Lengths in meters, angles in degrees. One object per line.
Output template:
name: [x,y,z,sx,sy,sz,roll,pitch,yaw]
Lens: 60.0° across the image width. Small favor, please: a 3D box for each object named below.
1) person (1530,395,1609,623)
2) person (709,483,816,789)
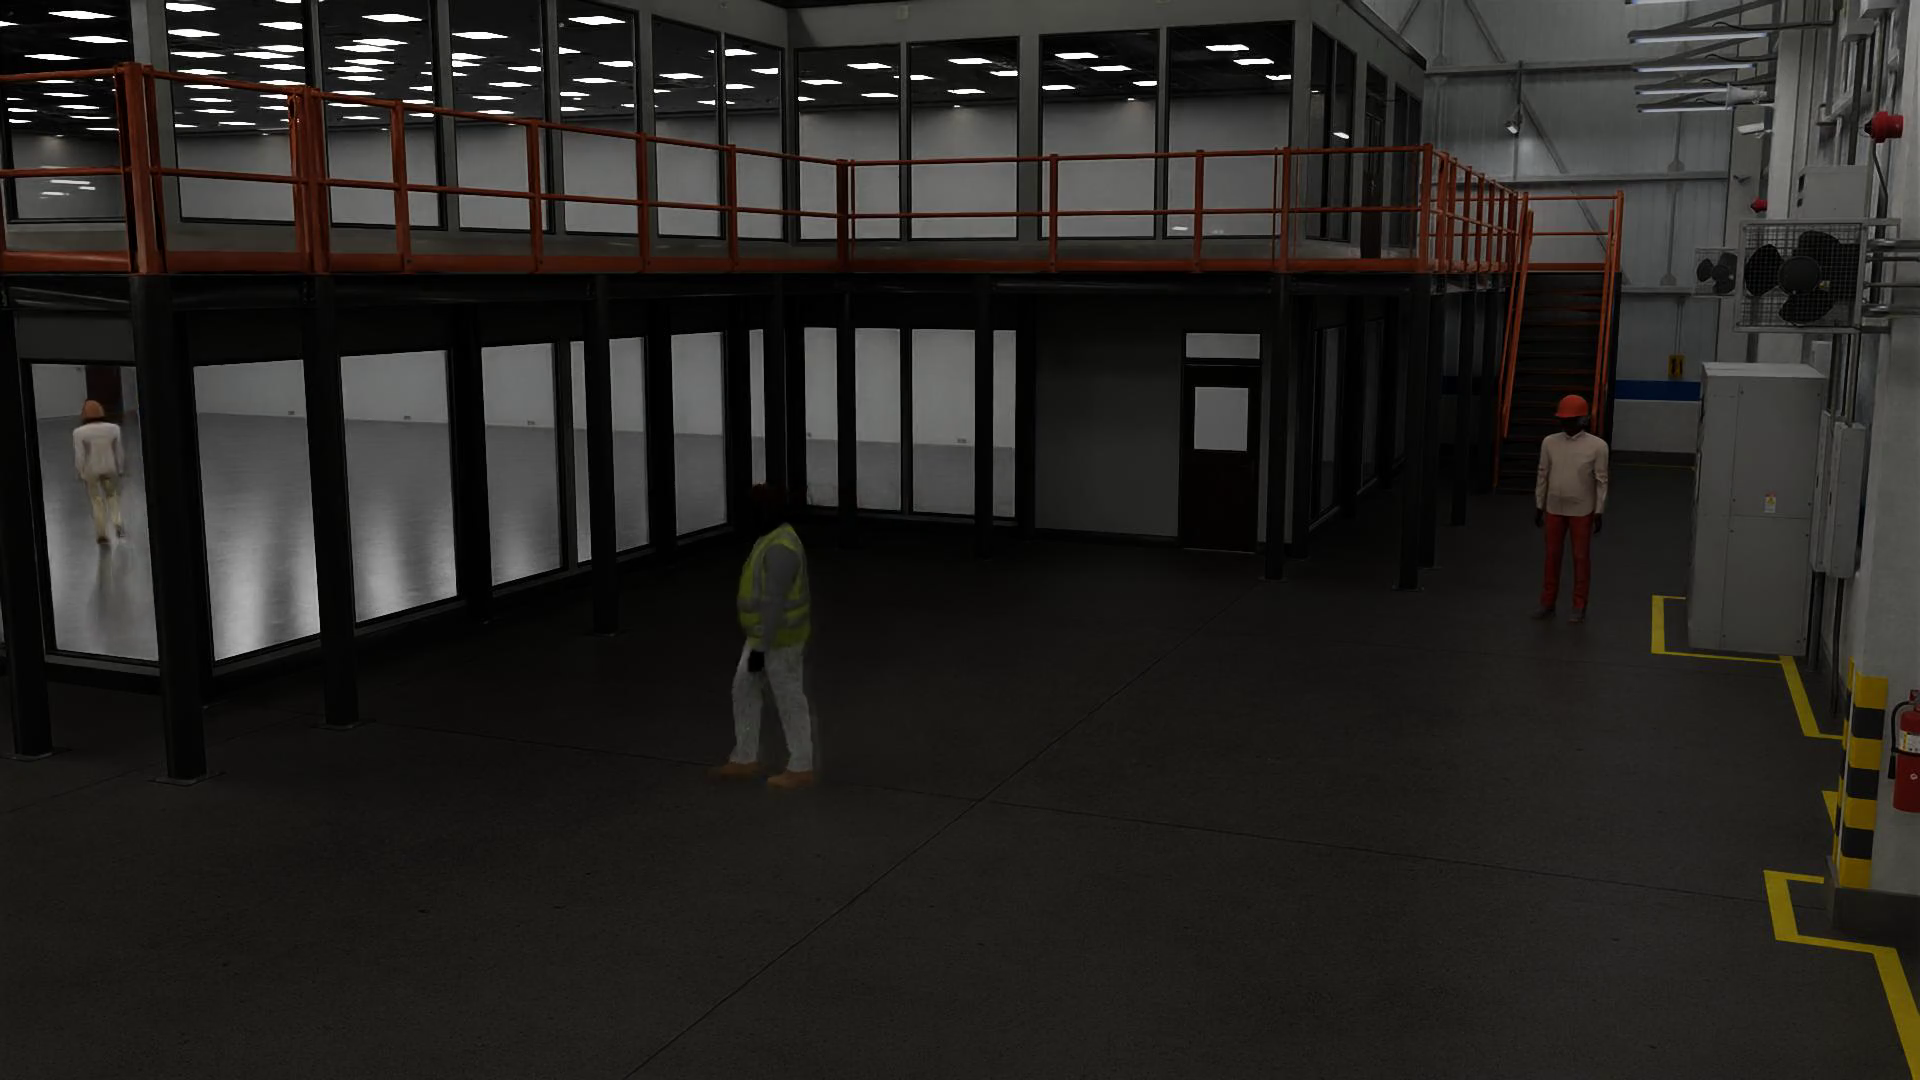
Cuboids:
person: [5.299,-0.271,14.472,0.617,1.990,0.393,8,12,42]
person: [-1.197,0.581,9.752,0.747,1.816,0.641,-3,10,-15]
